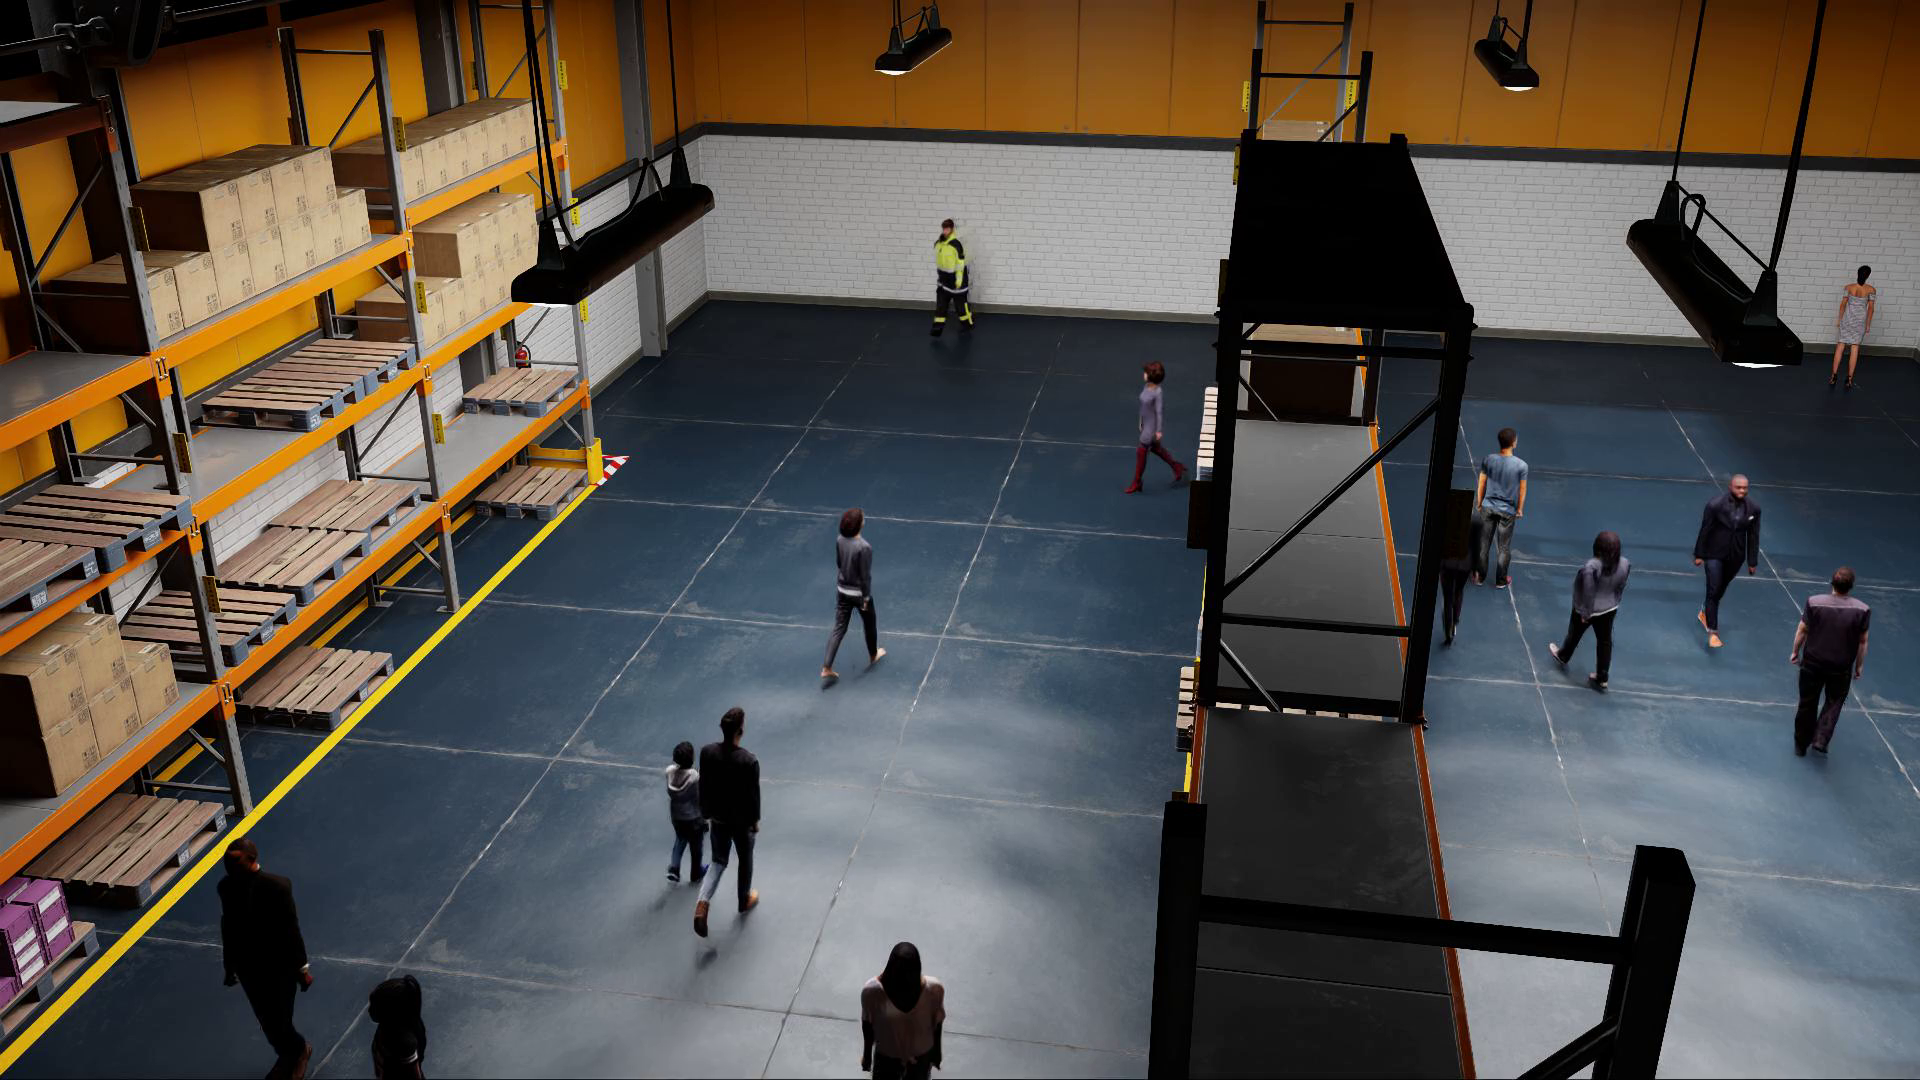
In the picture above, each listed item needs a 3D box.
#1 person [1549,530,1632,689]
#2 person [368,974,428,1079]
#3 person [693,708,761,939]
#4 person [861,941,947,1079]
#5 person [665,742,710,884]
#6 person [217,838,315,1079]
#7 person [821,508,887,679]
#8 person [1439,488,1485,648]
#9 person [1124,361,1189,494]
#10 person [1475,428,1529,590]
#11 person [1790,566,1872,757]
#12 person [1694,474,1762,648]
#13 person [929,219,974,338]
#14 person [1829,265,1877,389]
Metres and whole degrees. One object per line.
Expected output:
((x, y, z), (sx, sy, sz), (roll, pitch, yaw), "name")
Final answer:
((6.181, 0.692, 16.044), (0.946, 1.557, 1.131), (-6, 24, -14), "person")
((-3.281, 3.313, 9.834), (0.769, 1.728, 0.714), (-17, 29, -33), "person")
((-1.747, 2.128, 12.438), (0.807, 1.814, 1.104), (7, 24, 15), "person")
((-0.356, 3.135, 10.325), (0.765, 1.661, 0.827), (-1, 24, -1), "person")
((-2.172, 2.170, 13.043), (0.563, 1.253, 0.683), (10, 26, 22), "person")
((-4.505, 2.736, 10.947), (0.779, 1.893, 0.707), (7, 25, 16), "person")
((-1.093, 0.551, 16.150), (0.901, 1.731, 1.202), (14, 27, 28), "person")
((4.990, 0.330, 16.720), (0.651, 1.678, 0.615), (2, 24, 6), "person")
((2.461, -1.393, 20.660), (0.969, 1.681, 1.113), (-6, 24, -13), "person")
((5.874, -0.349, 18.110), (0.705, 1.809, 0.651), (12, 26, 25), "person")
((7.664, 1.122, 14.707), (0.835, 1.840, 0.806), (13, 27, 27), "person")
((7.787, 0.159, 16.995), (0.774, 1.772, 1.149), (2, 24, 5), "person")
((-0.071, -4.242, 26.878), (1.162, 1.919, 1.359), (21, 31, 39), "person")
((13.158, -3.158, 24.520), (0.680, 1.822, 0.668), (16, 28, 32), "person")
